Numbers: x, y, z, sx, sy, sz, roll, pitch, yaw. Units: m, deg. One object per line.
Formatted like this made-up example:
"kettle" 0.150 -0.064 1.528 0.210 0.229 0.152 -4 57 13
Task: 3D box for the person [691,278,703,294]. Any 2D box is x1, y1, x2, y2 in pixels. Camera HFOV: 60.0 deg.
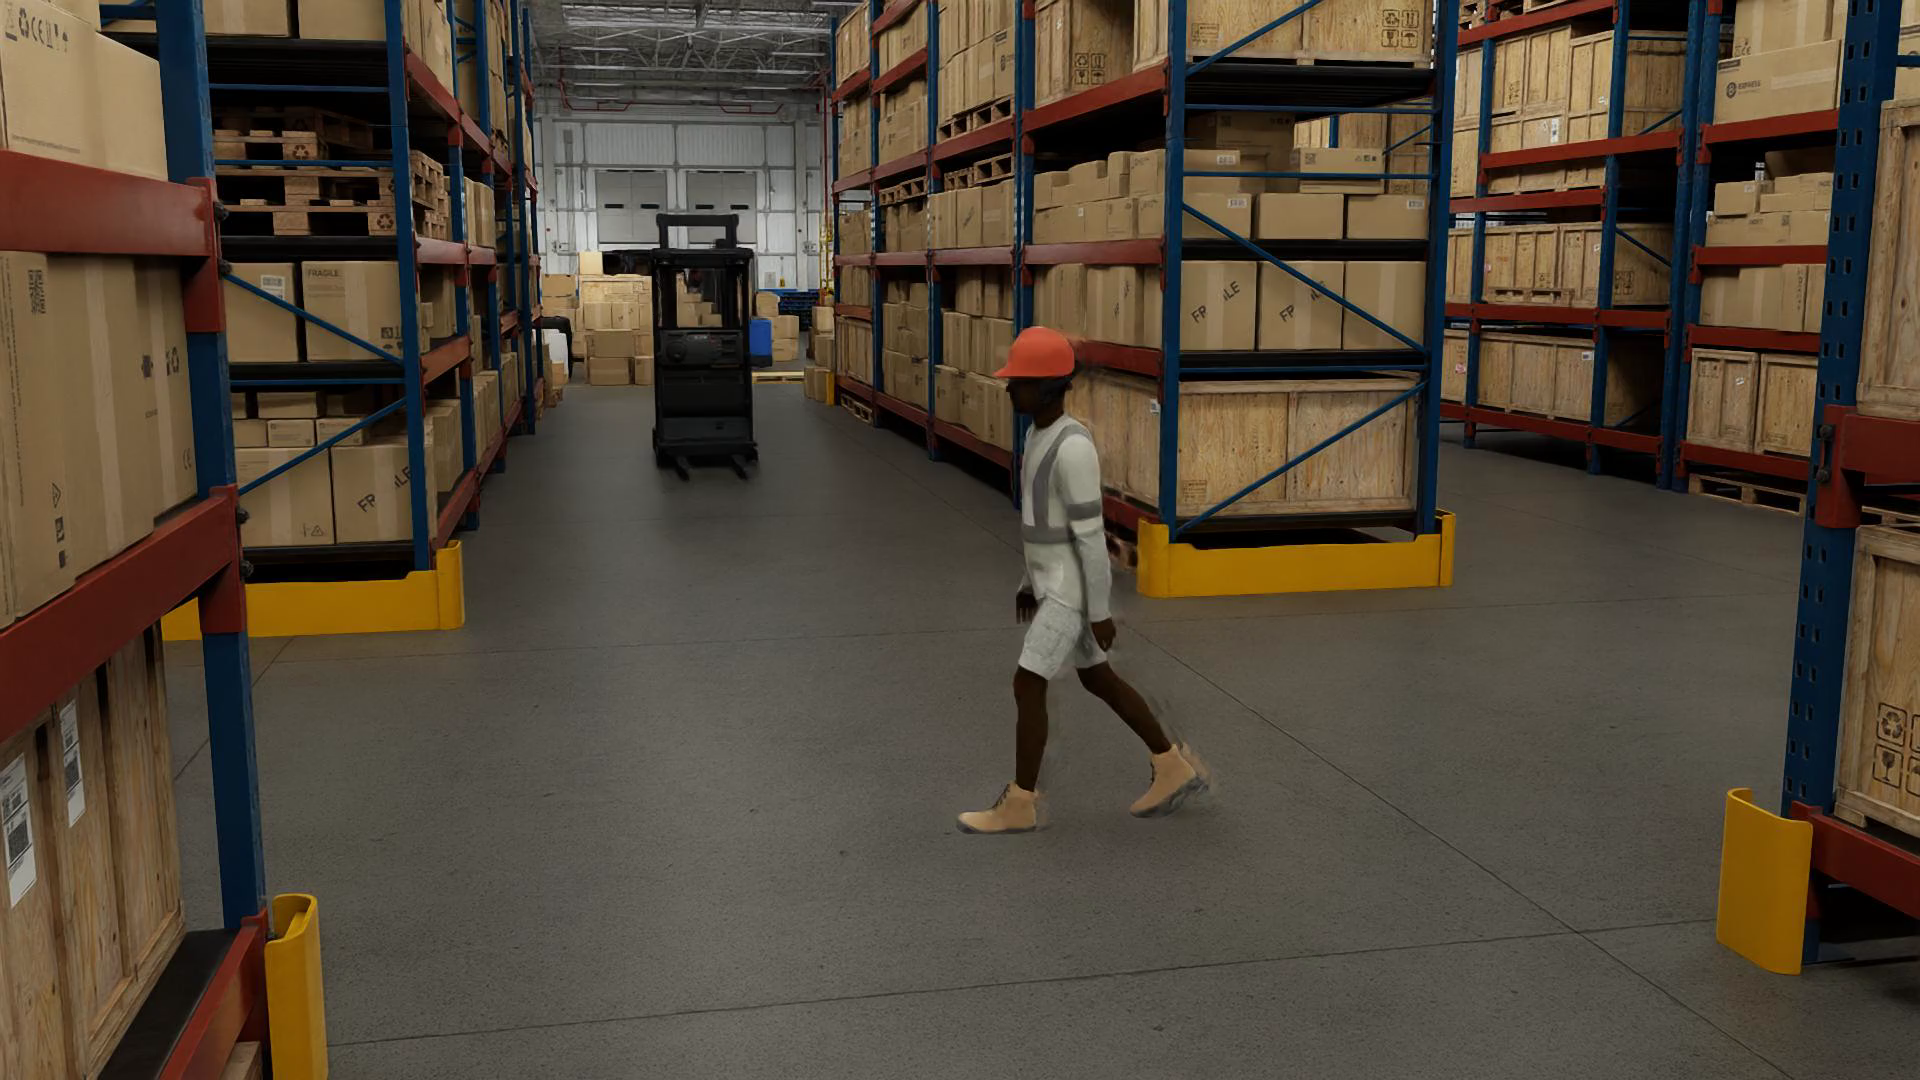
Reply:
"person" -7.980 -6.913 49.929 0.830 1.910 0.549 1 9 8

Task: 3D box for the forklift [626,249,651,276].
"forklift" -10.887 -8.534 56.844 1.129 2.768 1.873 -7 12 -38

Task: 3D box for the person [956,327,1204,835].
"person" 0.514 0.164 6.528 0.990 2.007 0.614 -1 9 -5

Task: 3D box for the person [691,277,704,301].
"person" -8.071 -7.066 50.809 0.482 1.925 0.641 3 10 15

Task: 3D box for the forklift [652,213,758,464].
"forklift" -3.019 -2.374 19.293 1.129 2.768 1.873 -2 10 -12

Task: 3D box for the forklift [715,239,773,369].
"forklift" -5.072 -5.133 36.108 1.873 2.768 1.129 -2 10 -13
